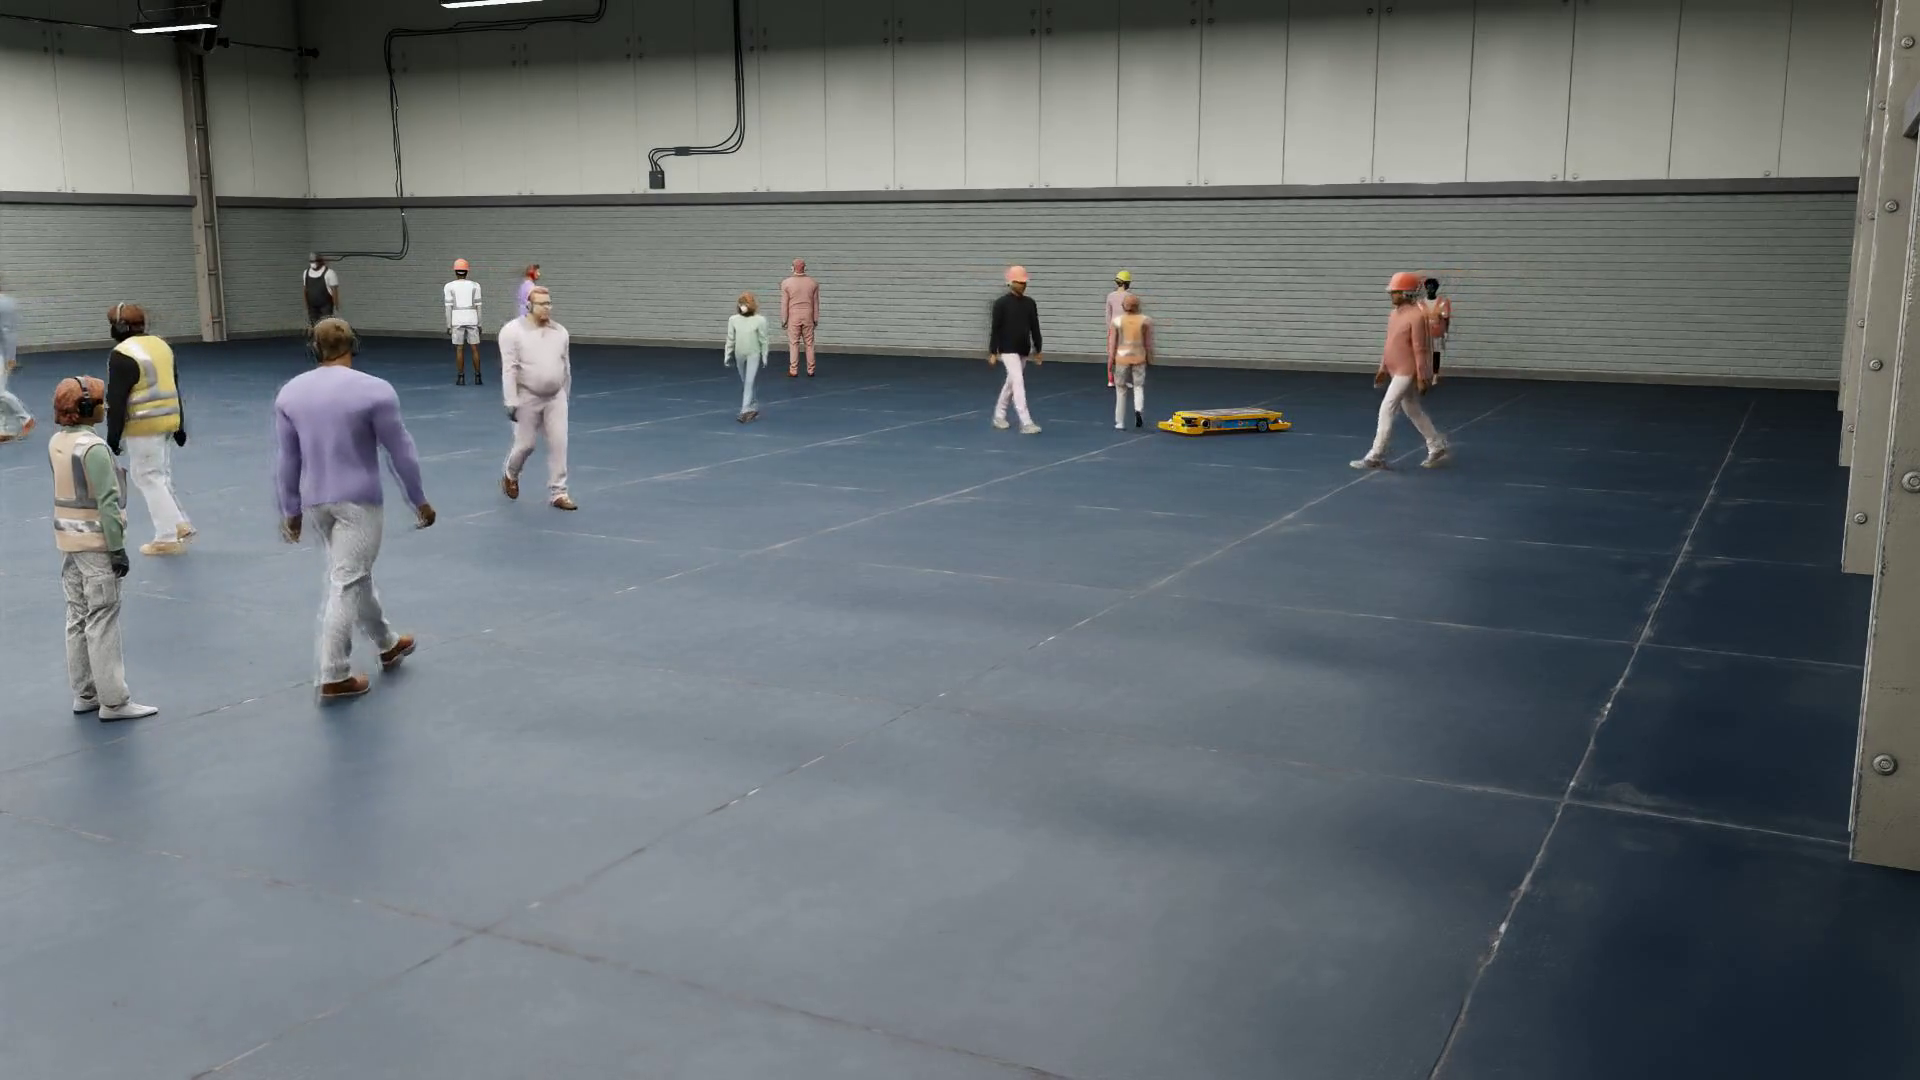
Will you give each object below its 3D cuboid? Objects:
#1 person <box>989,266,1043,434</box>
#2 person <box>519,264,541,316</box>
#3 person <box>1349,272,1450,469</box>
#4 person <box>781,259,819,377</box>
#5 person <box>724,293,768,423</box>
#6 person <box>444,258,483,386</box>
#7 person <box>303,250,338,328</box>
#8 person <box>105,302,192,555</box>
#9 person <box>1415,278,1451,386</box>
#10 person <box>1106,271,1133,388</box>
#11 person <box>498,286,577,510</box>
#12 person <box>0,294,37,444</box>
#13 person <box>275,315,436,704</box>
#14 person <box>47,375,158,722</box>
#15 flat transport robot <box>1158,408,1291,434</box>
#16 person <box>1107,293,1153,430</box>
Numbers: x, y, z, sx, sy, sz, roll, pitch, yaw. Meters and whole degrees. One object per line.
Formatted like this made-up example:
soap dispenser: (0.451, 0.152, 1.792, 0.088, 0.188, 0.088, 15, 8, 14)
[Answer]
person: (0.653, -2.239, 19.528, 0.633, 1.947, 1.016, -8, 13, -36)
person: (-6.879, -3.527, 26.828, 0.450, 1.833, 0.592, -4, 11, -20)
person: (4.404, -1.658, 16.363, 1.024, 1.952, 0.607, -1, 10, -3)
person: (-2.607, -3.598, 27.028, 0.641, 1.909, 0.409, -4, 11, -22)
person: (-2.629, -2.245, 20.538, 0.500, 1.585, 0.898, 3, 11, 17)
person: (-7.610, -3.337, 25.519, 0.546, 1.939, 0.375, -4, 11, -22)
person: (-12.621, -4.739, 32.887, 0.706, 2.000, 0.728, 1, 10, 7)
person: (-5.842, -0.789, 11.944, 0.441, 1.818, 0.634, 0, 10, -1)
person: (7.132, -3.124, 25.153, 0.534, 1.651, 0.867, 3, 11, 17)
person: (2.435, -3.165, 25.054, 0.527, 1.767, 0.331, 10, 14, 42)
person: (-3.584, -1.206, 14.060, 0.648, 1.880, 0.782, -8, 13, -37)
person: (-10.564, -1.995, 18.233, 0.659, 1.925, 0.465, 7, 12, 33)
person: (-3.040, -0.187, 8.462, 0.661, 1.882, 1.003, 3, 11, 18)
person: (-4.115, 0.043, 7.899, 0.514, 1.642, 0.310, 8, 13, 38)
flat transport robot: (3.111, -1.406, 19.539, 1.431, 0.197, 0.652, -5, 11, -23)
person: (2.004, -2.090, 19.566, 0.560, 1.624, 0.484, 0, 10, -3)
